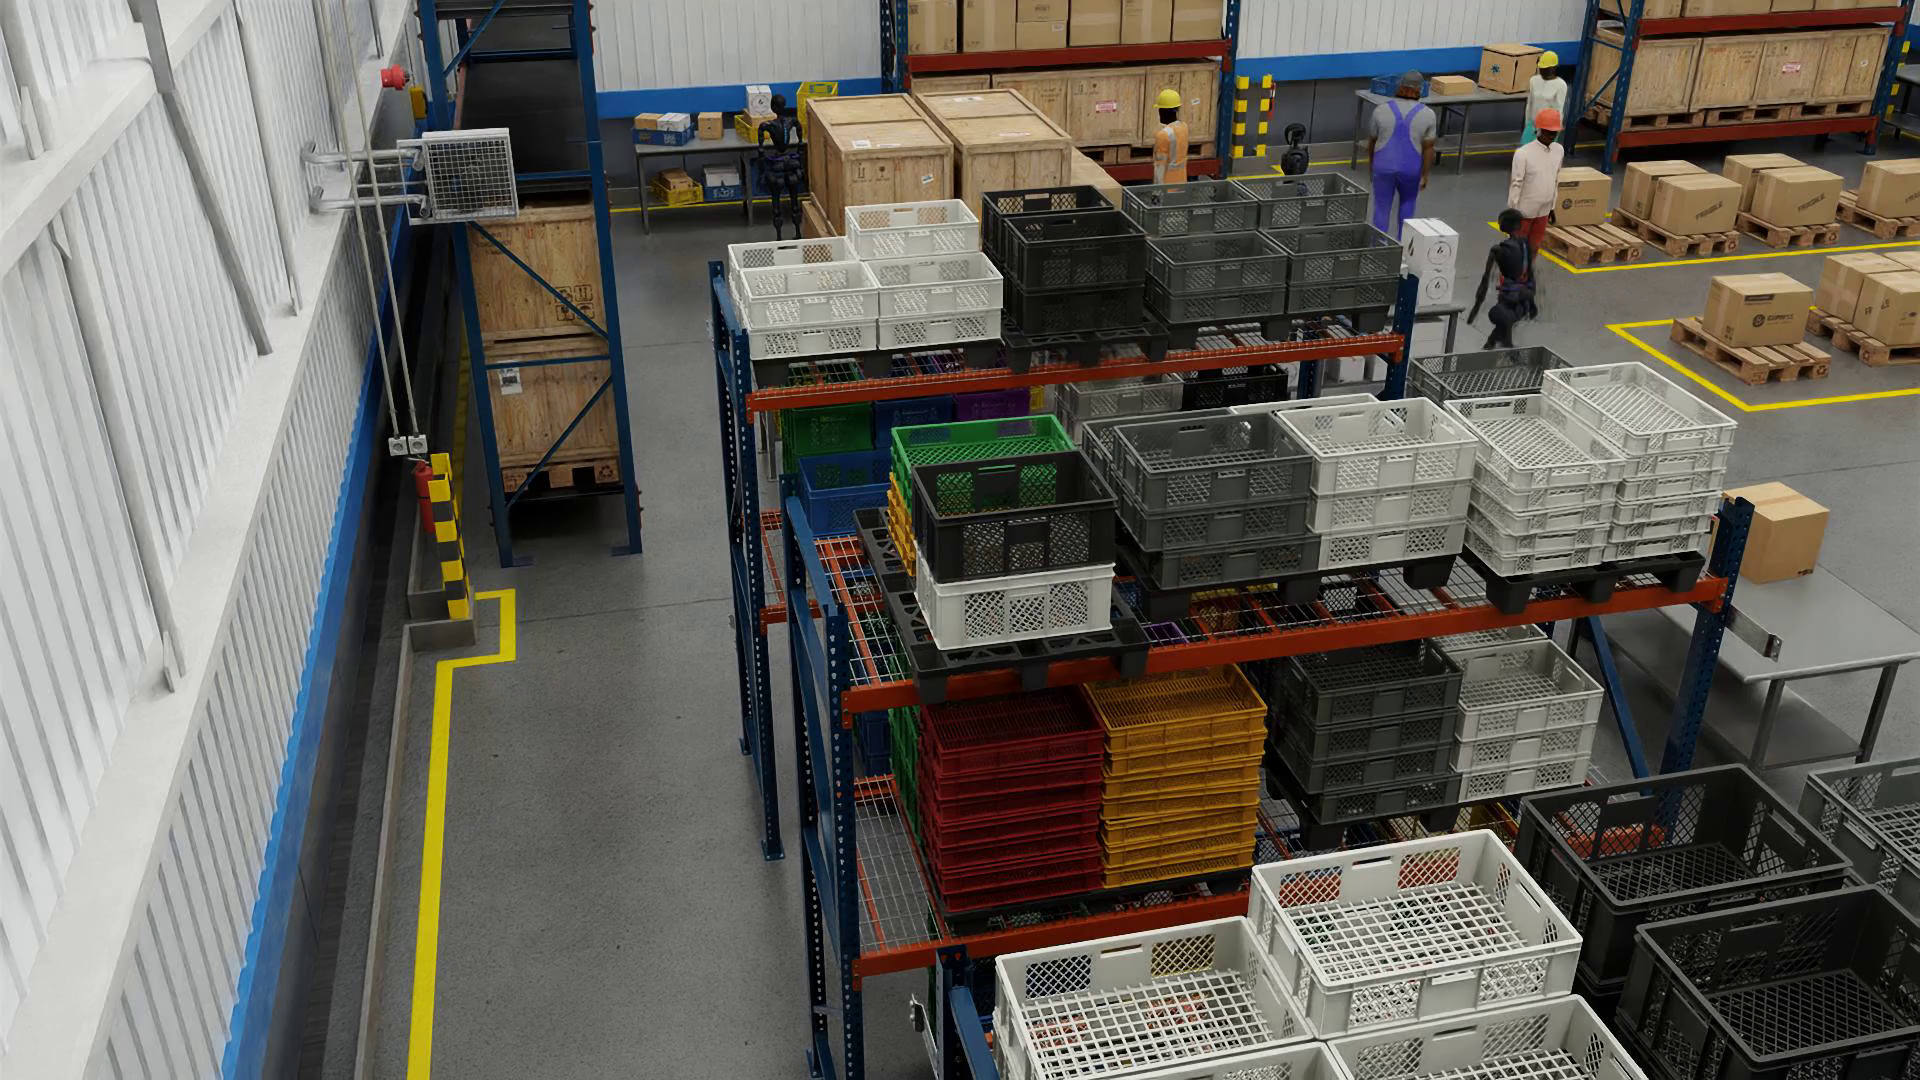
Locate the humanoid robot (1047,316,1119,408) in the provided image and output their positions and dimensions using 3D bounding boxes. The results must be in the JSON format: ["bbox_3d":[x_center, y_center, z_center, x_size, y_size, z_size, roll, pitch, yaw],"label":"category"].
[{"bbox_3d":[1.006,-1.592,13.563,0.629,1.645,0.450,1,28,2],"label":"humanoid robot"}]

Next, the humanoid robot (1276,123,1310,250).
[{"bbox_3d":[3.399,-3.457,17.095,0.322,1.652,0.578,1,28,3],"label":"humanoid robot"}]

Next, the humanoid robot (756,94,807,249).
[{"bbox_3d":[-1.948,-4.041,18.189,0.587,1.657,0.329,-16,32,-28],"label":"humanoid robot"}]

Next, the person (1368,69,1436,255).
[{"bbox_3d":[4.690,-4.034,17.802,0.695,2.000,0.762,8,29,14],"label":"person"}]

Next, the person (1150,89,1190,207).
[{"bbox_3d":[2.157,-3.723,17.348,0.399,1.919,0.579,16,32,27],"label":"person"}]

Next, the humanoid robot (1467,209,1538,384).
[{"bbox_3d":[4.805,-2.065,14.545,0.592,1.636,0.841,-21,34,-34],"label":"humanoid robot"}]

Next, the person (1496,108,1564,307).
[{"bbox_3d":[5.632,-3.247,16.357,0.611,1.994,0.379,-14,31,-24],"label":"person"}]

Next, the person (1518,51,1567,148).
[{"bbox_3d":[6.955,-4.967,19.893,0.592,1.738,0.532,-24,36,-37],"label":"person"}]
